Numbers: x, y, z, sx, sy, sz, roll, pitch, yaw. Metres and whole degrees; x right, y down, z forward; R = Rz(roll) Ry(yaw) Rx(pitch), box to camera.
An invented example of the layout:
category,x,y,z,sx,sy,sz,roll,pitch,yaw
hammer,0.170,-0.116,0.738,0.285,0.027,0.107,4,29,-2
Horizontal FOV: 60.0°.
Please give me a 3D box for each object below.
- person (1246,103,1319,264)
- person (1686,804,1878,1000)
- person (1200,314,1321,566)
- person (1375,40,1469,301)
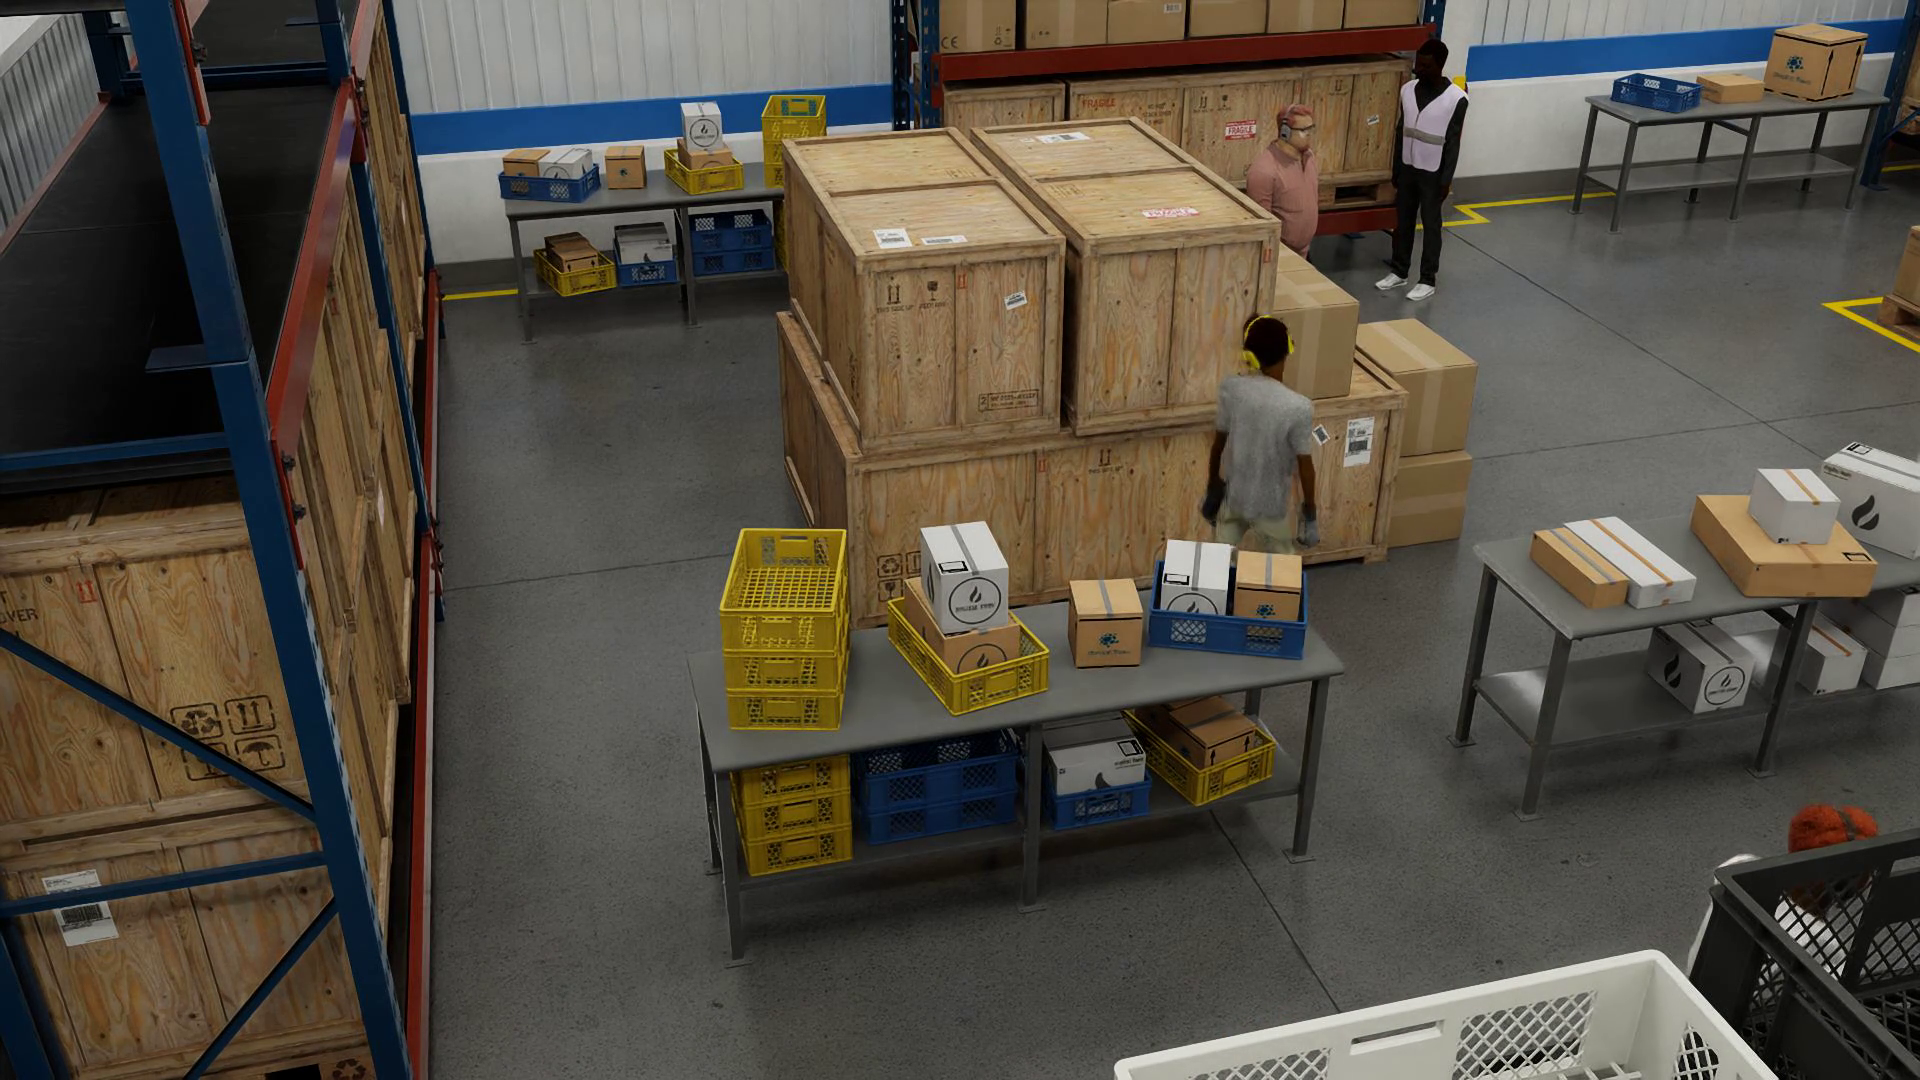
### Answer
category,x,y,z,sx,sy,sz,roll,pitch,yaw
person,2.097,-1.873,10.801,0.410,1.913,0.643,22,36,35
person,2.225,1.519,4.683,0.352,1.882,0.588,-3,29,-5
person,1.351,-0.138,7.740,0.747,1.841,0.610,-24,37,-36
person,3.466,-2.768,12.430,0.392,1.911,0.585,-20,34,-31
